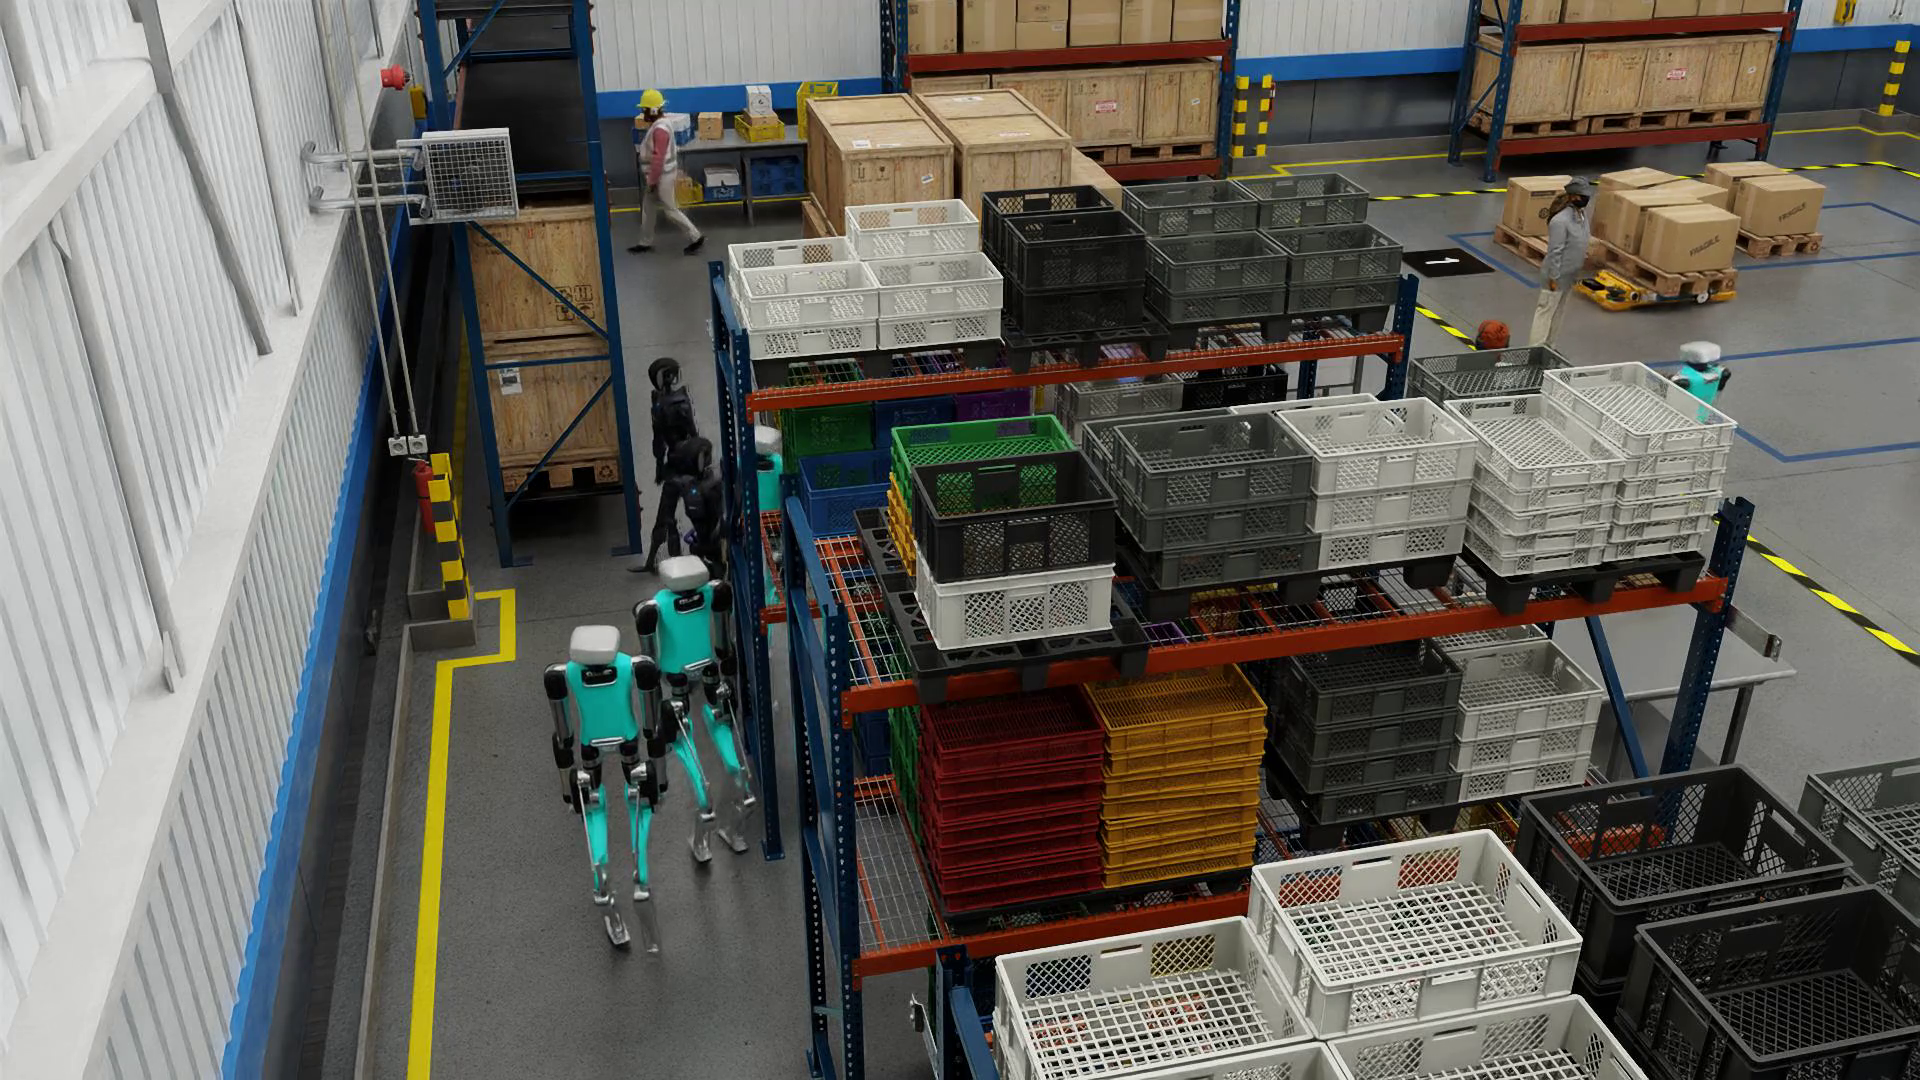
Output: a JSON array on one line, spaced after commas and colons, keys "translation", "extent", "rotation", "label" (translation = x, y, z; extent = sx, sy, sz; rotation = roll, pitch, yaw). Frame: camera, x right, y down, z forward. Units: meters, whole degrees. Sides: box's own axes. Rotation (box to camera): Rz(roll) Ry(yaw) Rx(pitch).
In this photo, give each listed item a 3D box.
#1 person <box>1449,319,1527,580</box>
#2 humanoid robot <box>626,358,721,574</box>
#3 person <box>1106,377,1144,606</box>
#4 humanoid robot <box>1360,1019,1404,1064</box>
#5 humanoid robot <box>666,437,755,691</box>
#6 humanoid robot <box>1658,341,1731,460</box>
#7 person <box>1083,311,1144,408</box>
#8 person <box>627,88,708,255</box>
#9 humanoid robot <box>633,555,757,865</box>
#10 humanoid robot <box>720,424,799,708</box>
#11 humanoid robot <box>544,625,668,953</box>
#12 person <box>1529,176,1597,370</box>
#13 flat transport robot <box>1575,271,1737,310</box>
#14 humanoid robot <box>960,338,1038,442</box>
[{"translation": [3.570, -0.612, 11.491], "extent": [0.580, 1.878, 0.360], "rotation": [-8, 29, -15], "label": "person"}, {"translation": [-1.966, -0.468, 11.464], "extent": [0.751, 1.626, 0.615], "rotation": [-21, 34, -34], "label": "humanoid robot"}, {"translation": [1.022, -0.125, 10.485], "extent": [0.400, 1.943, 0.616], "rotation": [-18, 33, -30], "label": "person"}, {"translation": [1.475, 2.324, 6.160], "extent": [0.603, 1.635, 0.613], "rotation": [-5, 28, -9], "label": "humanoid robot"}, {"translation": [-1.531, 0.144, 10.293], "extent": [0.594, 1.648, 0.610], "rotation": [9, 29, 16], "label": "humanoid robot"}, {"translation": [4.851, -0.610, 11.603], "extent": [0.530, 1.742, 0.933], "rotation": [-14, 31, -24], "label": "humanoid robot"}, {"translation": [1.163, -1.327, 12.660], "extent": [0.606, 2.048, 0.366], "rotation": [19, 33, 31], "label": "person"}, {"translation": [-3.202, -3.937, 17.869], "extent": [0.829, 1.802, 0.594], "rotation": [-8, 29, -15], "label": "person"}, {"translation": [-1.285, 0.961, 8.593], "extent": [0.545, 1.753, 0.686], "rotation": [-19, 33, -31], "label": "humanoid robot"}, {"translation": [-1.245, 0.253, 10.002], "extent": [0.544, 1.772, 0.820], "rotation": [6, 28, 11], "label": "humanoid robot"}, {"translation": [-1.658, 1.324, 7.992], "extent": [0.534, 1.843, 0.676], "rotation": [-5, 28, -9], "label": "humanoid robot"}, {"translation": [5.419, -2.417, 15.020], "extent": [0.396, 1.770, 0.563], "rotation": [22, 35, 35], "label": "person"}, {"translation": [7.104, -2.600, 16.950], "extent": [1.431, 0.197, 0.652], "rotation": [-6, 28, -12], "label": "flat transport robot"}, {"translation": [0.301, -0.501, 11.317], "extent": [0.530, 1.689, 0.740], "rotation": [-4, 28, -8], "label": "humanoid robot"}]
